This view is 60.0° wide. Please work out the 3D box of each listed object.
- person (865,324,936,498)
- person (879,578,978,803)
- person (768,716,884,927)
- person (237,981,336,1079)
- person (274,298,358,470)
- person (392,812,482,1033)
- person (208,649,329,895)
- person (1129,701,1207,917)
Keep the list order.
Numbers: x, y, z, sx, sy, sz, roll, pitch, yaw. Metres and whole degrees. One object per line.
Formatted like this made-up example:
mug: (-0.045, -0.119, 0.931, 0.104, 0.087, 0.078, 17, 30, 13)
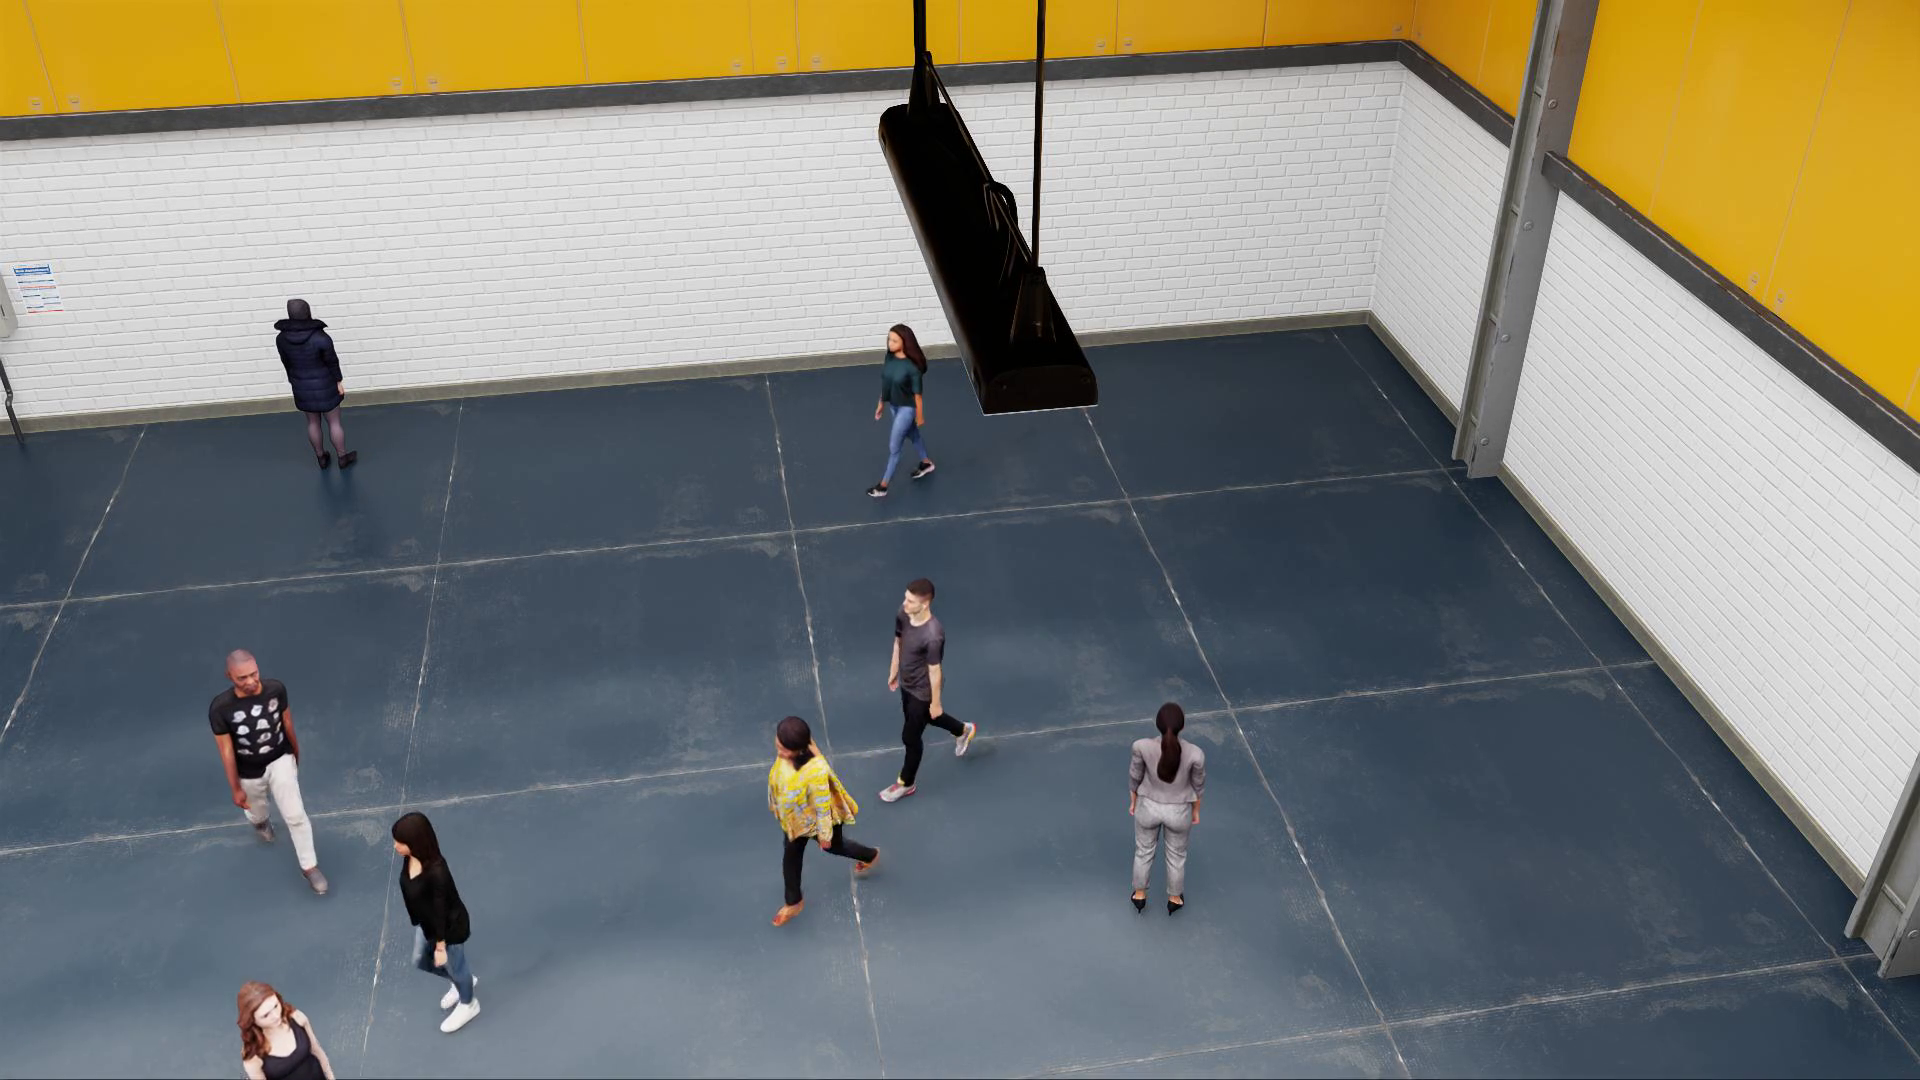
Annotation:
person: (-0.439, -1.189, 14.691, 0.985, 1.581, 1.085, -24, 41, -32)
person: (-0.208, 0.970, 11.296, 0.919, 1.743, 1.074, -18, 37, -25)
person: (-0.843, 1.669, 10.376, 1.111, 1.597, 1.153, -25, 41, -32)
person: (-3.443, 2.841, 8.497, 0.987, 1.725, 1.036, 13, 36, 19)
person: (-5.792, -1.403, 14.928, 0.726, 1.675, 0.712, 1, 34, 2)
person: (-2.940, 2.159, 9.603, 0.668, 1.637, 0.742, 28, 43, 35)
person: (-4.471, 1.409, 10.607, 1.007, 1.775, 1.241, -23, 40, -31)
person: (1.260, 1.676, 10.292, 0.702, 1.679, 0.711, 6, 34, 9)
